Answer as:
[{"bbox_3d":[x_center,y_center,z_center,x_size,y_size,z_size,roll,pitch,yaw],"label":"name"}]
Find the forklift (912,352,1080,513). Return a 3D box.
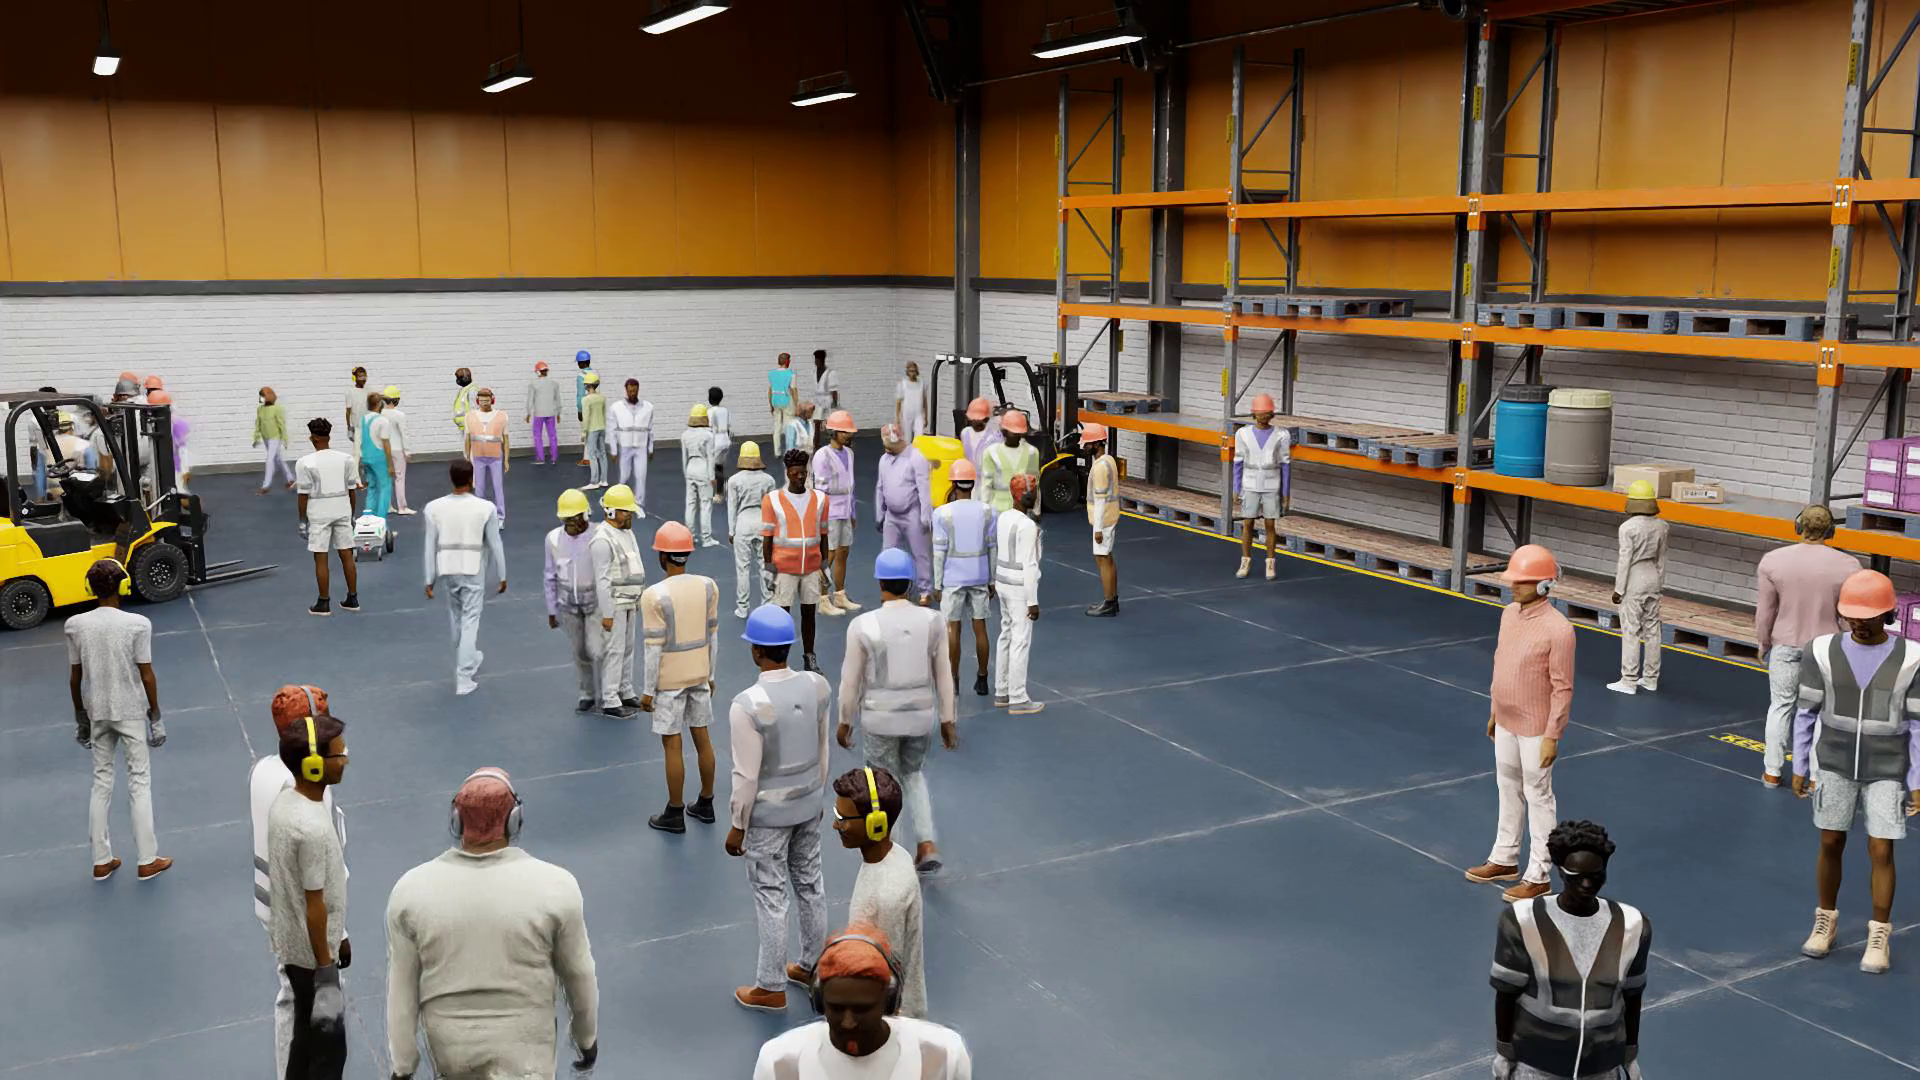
[{"bbox_3d":[0.460,-1.461,22.833,2.313,2.155,1.214,-5,11,-28],"label":"forklift"}]

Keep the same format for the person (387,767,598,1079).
[{"bbox_3d":[-1.577,1.694,5.660,0.670,1.856,1.006,0,10,-1],"label":"person"}]

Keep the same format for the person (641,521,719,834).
[{"bbox_3d":[-1.745,0.845,10.294,0.358,1.938,0.542,9,14,43],"label":"person"}]

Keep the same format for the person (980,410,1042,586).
[{"bbox_3d":[0.499,-0.350,17.025,0.656,2.013,0.857,-2,10,-12],"label":"person"}]

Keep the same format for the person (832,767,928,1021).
[{"bbox_3d":[-0.276,1.681,5.725,0.326,1.859,0.508,-1,10,-7],"label":"person"}]

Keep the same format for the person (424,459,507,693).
[{"bbox_3d":[-4.064,0.271,13.767,0.613,1.879,0.974,0,10,3],"label":"person"}]

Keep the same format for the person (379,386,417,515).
[{"bbox_3d":[-7.703,-1.215,22.652,0.525,1.769,0.310,4,11,24],"label":"person"}]

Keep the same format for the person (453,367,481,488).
[{"bbox_3d":[-7.488,-1.713,25.335,0.429,1.833,0.640,-6,12,-32],"label":"person"}]

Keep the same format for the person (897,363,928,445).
[{"bbox_3d":[-0.763,-1.975,26.967,0.517,1.790,0.995,-1,10,-5],"label":"person"}]

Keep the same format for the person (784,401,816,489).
[{"bbox_3d":[-2.176,-1.058,22.190,0.713,1.604,0.535,8,12,37],"label":"person"}]

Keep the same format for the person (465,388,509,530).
[{"bbox_3d":[-6.074,-1.037,21.413,0.565,1.840,0.390,-1,10,-7],"label":"person"}]

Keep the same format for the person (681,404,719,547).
[{"bbox_3d":[-3.162,-0.787,20.281,0.487,1.737,0.324,6,11,30],"label":"person"}]

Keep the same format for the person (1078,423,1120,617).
[{"bbox_3d":[1.358,-0.195,16.357,0.421,1.920,0.543,2,10,13],"label":"person"}]

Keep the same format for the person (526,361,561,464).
[{"bbox_3d":[-7.045,-2.141,28.065,0.391,1.740,0.637,10,14,44],"label":"person"}]

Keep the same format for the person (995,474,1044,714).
[{"bbox_3d":[0.456,0.417,12.953,0.352,1.878,0.568,-3,10,-18],"label":"person"}]

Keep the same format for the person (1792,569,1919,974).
[{"bbox_3d":[4.500,1.142,8.339,0.619,2.028,0.410,7,12,37],"label":"person"}]

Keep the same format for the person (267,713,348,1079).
[{"bbox_3d":[-2.440,1.569,6.333,0.340,1.870,0.537,-6,12,-33],"label":"person"}]

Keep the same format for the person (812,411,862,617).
[{"bbox_3d":[-1.192,-0.259,16.385,0.406,2.035,0.611,5,11,29],"label":"person"}]

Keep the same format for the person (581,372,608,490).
[{"bbox_3d":[-5.533,-1.642,25.109,0.309,1.769,0.523,5,11,25],"label":"person"}]

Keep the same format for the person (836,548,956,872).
[{"bbox_3d":[-0.360,1.004,9.405,0.630,1.926,0.450,-5,11,-27],"label":"person"}]

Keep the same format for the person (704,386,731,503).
[{"bbox_3d":[-3.379,-1.331,23.540,0.504,1.682,0.541,5,11,26],"label":"person"}]

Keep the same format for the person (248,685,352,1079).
[{"bbox_3d":[-2.633,1.505,6.684,0.354,1.876,0.587,-9,13,-42],"label":"person"}]

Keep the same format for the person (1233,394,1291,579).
[{"bbox_3d":[3.301,-0.570,18.175,0.642,2.033,0.428,3,10,16],"label":"person"}]

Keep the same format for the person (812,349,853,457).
[{"bbox_3d":[-2.287,-2.420,29.210,0.617,1.913,0.995,8,13,38],"label":"person"}]

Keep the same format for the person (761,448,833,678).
[{"bbox_3d":[-1.355,0.213,13.850,0.603,1.967,0.366,-5,11,-24],"label":"person"}]

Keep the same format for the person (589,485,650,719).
[{"bbox_3d":[-2.621,0.473,12.793,0.403,1.817,0.601,1,10,8],"label":"person"}]

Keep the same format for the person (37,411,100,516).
[{"bbox_3d":[-9.974,-0.563,18.764,0.687,1.801,0.580,-1,10,-6],"label":"person"}]

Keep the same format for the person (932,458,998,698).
[{"bbox_3d":[0.032,0.308,13.392,0.544,1.937,0.358,-3,10,-16],"label":"person"}]

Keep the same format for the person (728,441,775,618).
[{"bbox_3d":[-2.050,-0.106,16.360,0.480,1.733,0.338,-5,11,-25],"label":"person"}]

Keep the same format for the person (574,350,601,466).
[{"bbox_3d":[-6.235,-2.203,27.851,0.415,1.939,0.605,3,10,19],"label":"person"}]

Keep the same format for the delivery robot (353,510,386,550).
[{"bbox_3d":[-6.933,-0.110,19.498,0.477,0.478,0.707,-3,10,-15],"label":"delivery robot"}]

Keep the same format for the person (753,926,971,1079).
[{"bbox_3d":[-0.237,1.899,4.445,0.635,1.861,0.508,0,10,-1],"label":"person"}]

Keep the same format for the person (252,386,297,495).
[{"bbox_3d":[-10.240,-1.501,24.773,0.503,1.593,0.828,5,11,26],"label":"person"}]

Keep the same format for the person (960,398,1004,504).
[{"bbox_3d":[0.229,-0.590,18.397,0.633,1.982,0.983,8,12,37],"label":"person"}]

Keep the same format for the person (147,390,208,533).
[{"bbox_3d":[-9.612,-0.889,20.344,0.578,1.910,0.628,4,11,21],"label":"person"}]

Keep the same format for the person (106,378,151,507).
[{"bbox_3d":[-10.299,-1.009,20.670,0.536,2.000,0.684,6,11,29],"label":"person"}]

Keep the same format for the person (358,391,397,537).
[{"bbox_3d":[-7.337,-0.951,20.960,0.571,1.825,0.393,6,11,30],"label":"person"}]

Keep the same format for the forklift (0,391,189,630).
[{"bbox_3d":[-9.026,-0.363,16.508,1.214,2.155,2.313,6,11,29],"label":"forklift"}]

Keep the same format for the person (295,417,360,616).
[{"bbox_3d":[-6.263,-0.236,16.478,0.386,1.957,0.603,9,13,42],"label":"person"}]

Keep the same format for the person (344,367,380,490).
[{"bbox_3d":[-9.019,-1.689,25.116,0.325,1.862,0.506,7,12,35],"label":"person"}]

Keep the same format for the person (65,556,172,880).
[{"bbox_3d":[-4.820,1.025,9.524,0.513,1.853,0.342,0,10,2],"label":"person"}]

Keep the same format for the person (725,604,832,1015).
[{"bbox_3d":[-0.858,1.262,7.859,0.389,1.949,0.602,8,13,39],"label":"person"}]

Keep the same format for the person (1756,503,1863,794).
[{"bbox_3d":[5.603,0.717,11.028,0.630,1.940,0.373,6,12,32],"label":"person"}]

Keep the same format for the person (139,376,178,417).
[{"bbox_3d":[-10.956,-1.276,22.630,0.558,1.893,0.936,-10,14,-44],"label":"person"}]

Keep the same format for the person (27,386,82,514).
[{"bbox_3d":[-11.071,-0.915,20.392,0.608,1.956,0.391,-2,10,-11],"label":"person"}]

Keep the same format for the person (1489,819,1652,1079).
[{"bbox_3d":[2.073,1.764,5.693,0.536,1.697,0.322,1,10,3],"label":"person"}]

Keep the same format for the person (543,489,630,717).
[{"bbox_3d":[-2.867,0.487,12.760,0.633,1.795,0.536,2,10,10],"label":"person"}]

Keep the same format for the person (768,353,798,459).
[{"bbox_3d":[-3.042,-2.296,28.637,0.574,1.843,0.374,5,11,26],"label":"person"}]

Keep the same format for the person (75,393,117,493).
[{"bbox_3d":[-9.764,-0.698,18.883,0.536,2.000,0.718,-8,13,-40],"label":"person"}]

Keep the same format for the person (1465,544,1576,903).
[{"bbox_3d":[3.127,1.004,9.215,0.376,1.996,0.608,-3,10,-17],"label":"person"}]

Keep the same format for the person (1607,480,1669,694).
[{"bbox_3d":[5.516,0.378,13.545,0.490,1.741,0.323,-4,11,-22],"label":"person"}]

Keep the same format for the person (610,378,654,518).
[{"bbox_3d":[-4.450,-1.263,22.565,0.600,1.896,0.732,-4,10,-19],"label":"person"}]

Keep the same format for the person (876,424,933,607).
[{"bbox_3d":[-0.533,-0.243,16.799,0.690,1.872,0.515,7,12,36],"label":"person"}]
